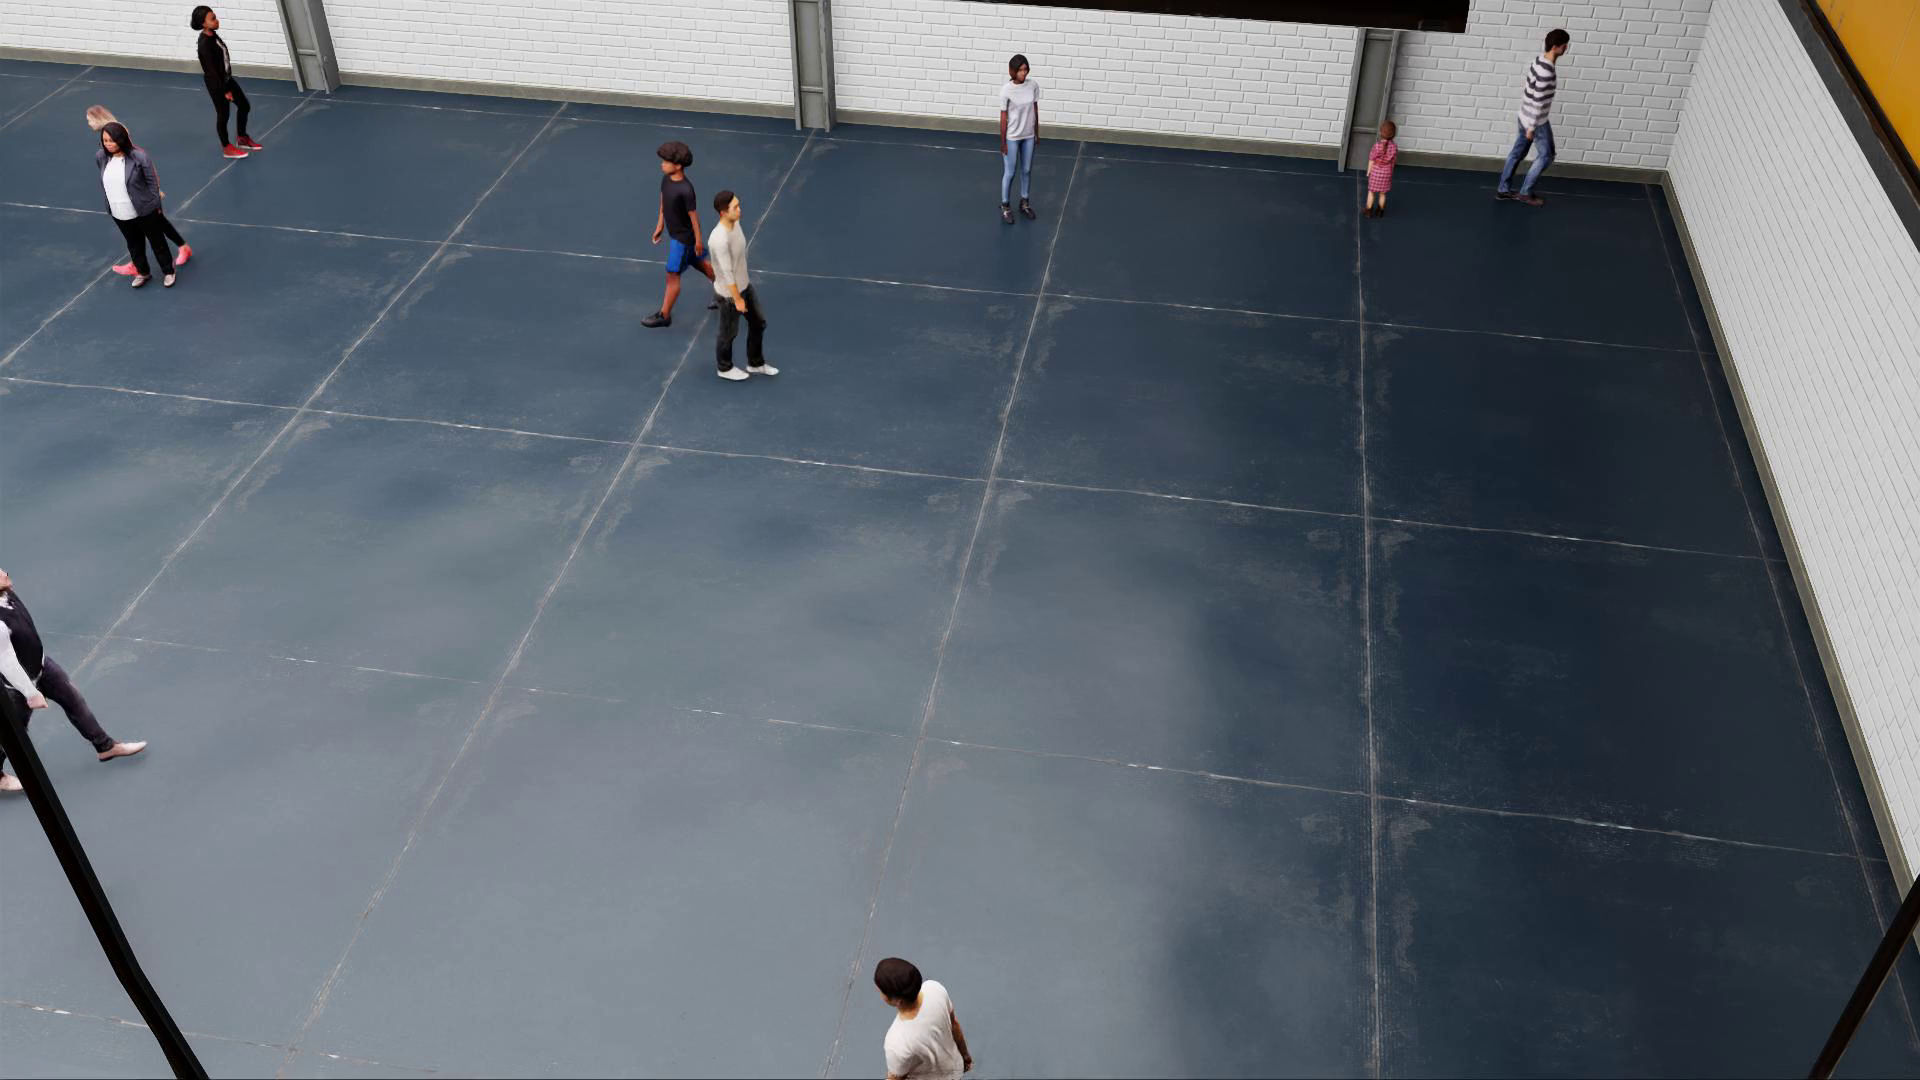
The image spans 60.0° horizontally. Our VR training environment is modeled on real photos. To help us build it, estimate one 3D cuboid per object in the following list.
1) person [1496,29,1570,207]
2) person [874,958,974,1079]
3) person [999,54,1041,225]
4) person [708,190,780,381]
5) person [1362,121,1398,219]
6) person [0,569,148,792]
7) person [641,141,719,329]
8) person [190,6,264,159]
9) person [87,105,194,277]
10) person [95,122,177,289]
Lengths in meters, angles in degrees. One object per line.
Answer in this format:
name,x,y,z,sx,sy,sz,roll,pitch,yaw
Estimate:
person,5.686,-4.238,16.732,0.701,1.835,0.696,4,39,5
person,-0.049,2.687,8.209,1.184,1.650,0.741,14,41,17
person,0.582,-3.996,16.520,0.636,1.721,0.719,-17,42,-20
person,-2.021,-2.132,14.128,0.777,1.794,0.691,10,40,13
person,4.240,-3.729,16.748,0.399,1.020,0.502,1,39,2
person,-5.938,0.884,10.365,1.337,1.777,1.106,-12,40,-14
person,-2.402,-2.770,14.958,1.221,1.754,1.061,-18,42,-22
person,-7.913,-4.835,17.618,0.649,1.662,0.648,1,39,1
person,-7.693,-3.320,15.736,1.059,1.642,1.048,24,44,27
person,-7.715,-3.125,15.529,0.667,1.597,0.785,-1,39,-2
